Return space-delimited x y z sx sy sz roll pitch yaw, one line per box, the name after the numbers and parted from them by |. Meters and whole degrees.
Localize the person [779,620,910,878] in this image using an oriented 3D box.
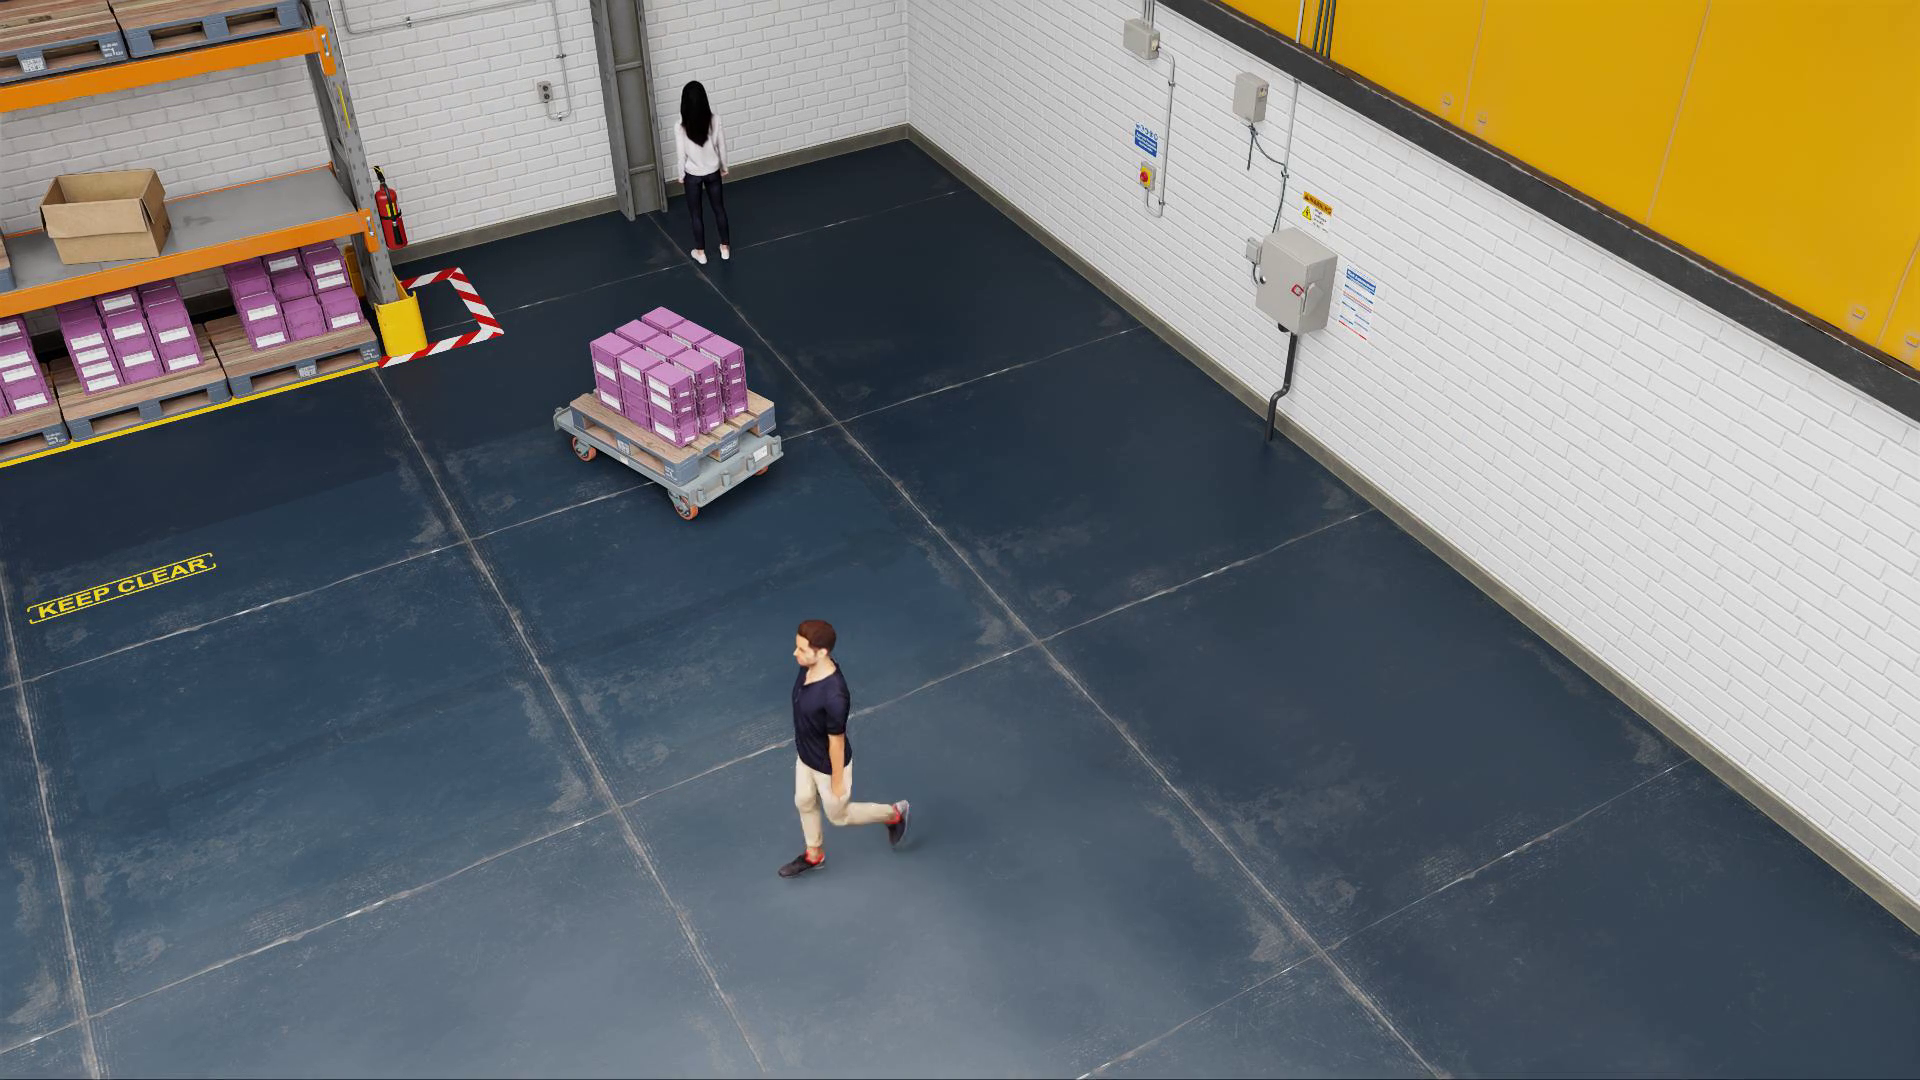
-0.662 1.163 9.156 1.007 1.833 0.648 -18 42 -22 | person

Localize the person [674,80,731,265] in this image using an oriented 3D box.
-2.299 -3.279 14.825 0.511 1.701 0.695 -16 41 -19 | person
